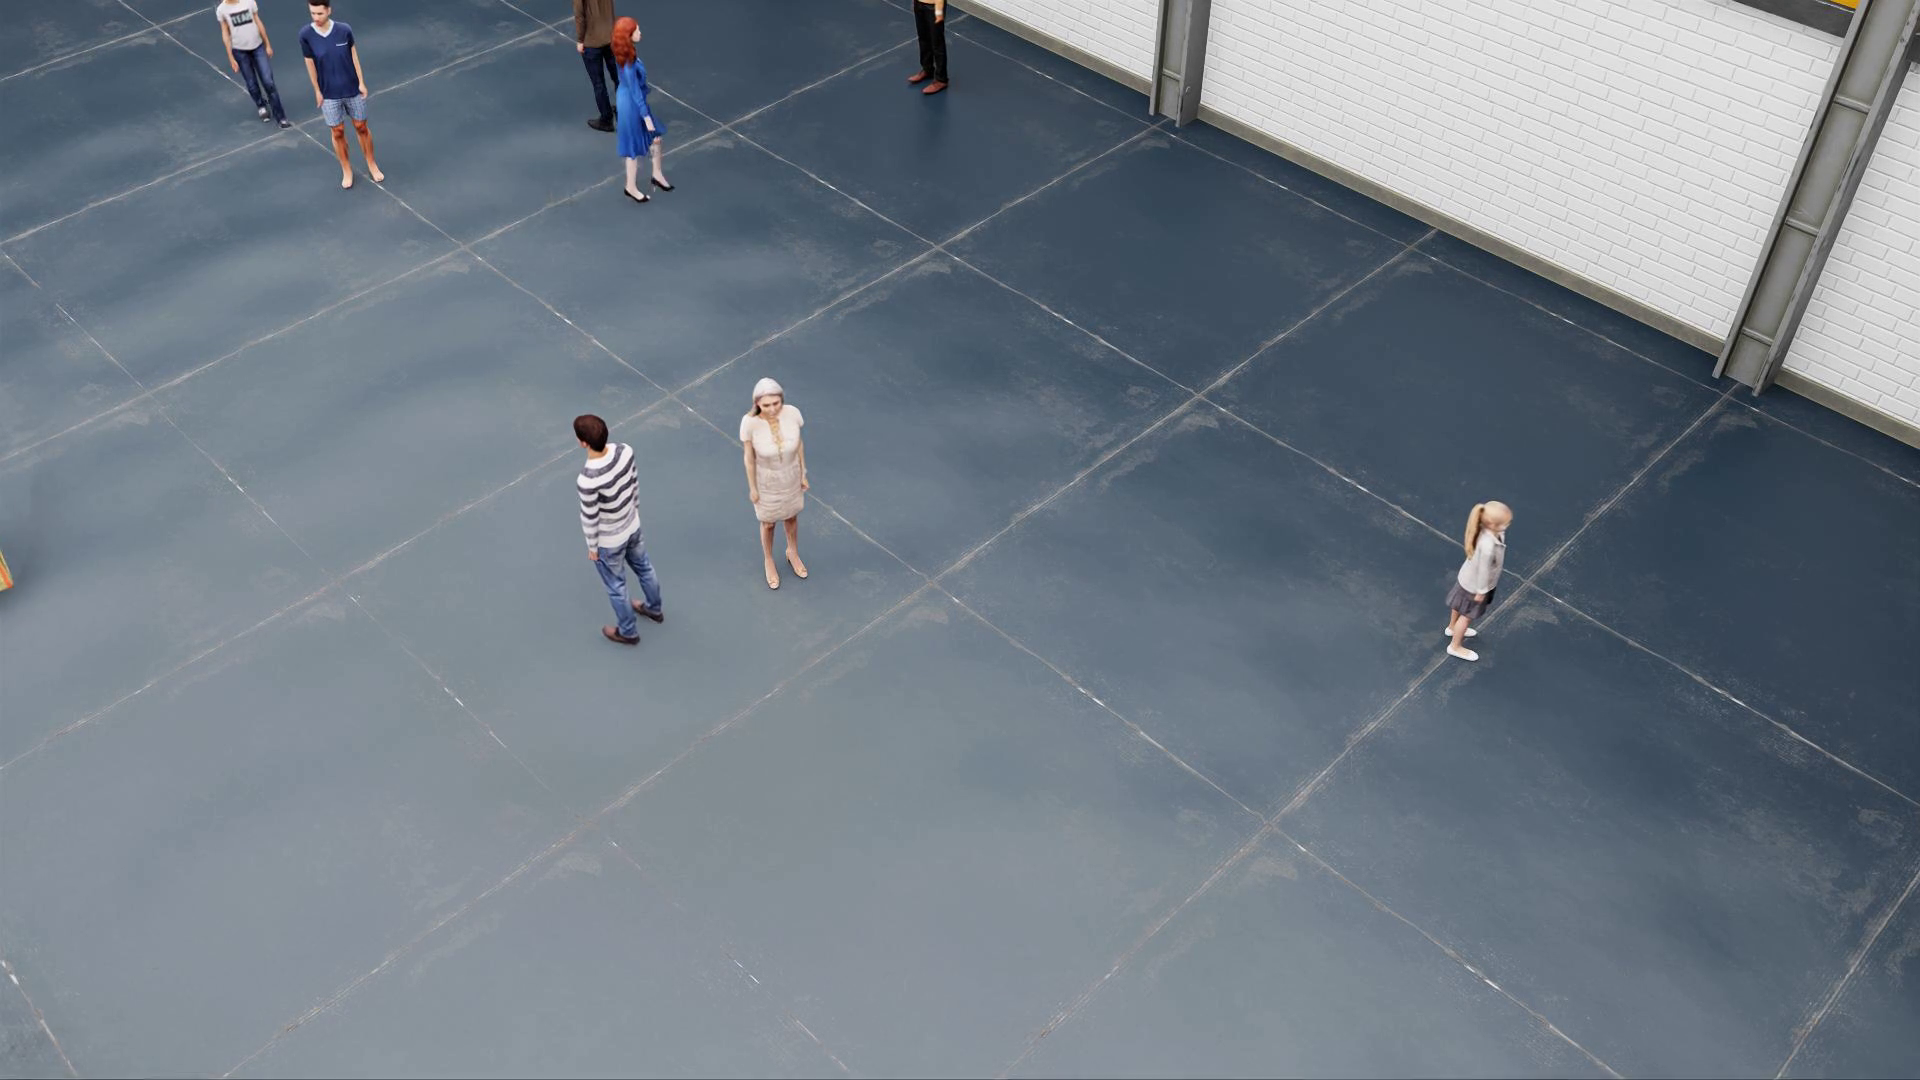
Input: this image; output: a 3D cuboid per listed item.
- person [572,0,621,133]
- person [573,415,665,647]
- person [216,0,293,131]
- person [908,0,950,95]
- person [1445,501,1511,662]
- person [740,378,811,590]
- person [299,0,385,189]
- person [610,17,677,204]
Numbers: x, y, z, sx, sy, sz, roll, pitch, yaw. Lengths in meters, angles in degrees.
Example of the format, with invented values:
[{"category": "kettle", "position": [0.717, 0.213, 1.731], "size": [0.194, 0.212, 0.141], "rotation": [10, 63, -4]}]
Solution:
[{"category": "person", "position": [-3.441, -4.803, 15.818], "size": [0.619, 1.889, 0.681], "rotation": [27, 50, 25]}, {"category": "person", "position": [-2.242, -0.075, 10.886], "size": [0.600, 1.846, 0.687], "rotation": [24, 49, 23]}, {"category": "person", "position": [-6.873, -4.752, 16.024], "size": [0.735, 1.531, 0.997], "rotation": [-21, 48, -21]}, {"category": "person", "position": [-0.293, -5.322, 16.461], "size": [0.754, 1.753, 0.589], "rotation": [-25, 49, -24]}, {"category": "person", "position": [3.409, 0.242, 10.966], "size": [0.647, 1.277, 0.600], "rotation": [7, 44, 8]}, {"category": "person", "position": [-1.249, -0.394, 11.300], "size": [0.661, 1.736, 0.642], "rotation": [-20, 47, -19]}, {"category": "person", "position": [-5.649, -4.115, 15.130], "size": [0.701, 1.843, 0.694], "rotation": [-15, 46, -15]}, {"category": "person", "position": [-2.993, -3.784, 14.805], "size": [0.871, 1.810, 0.808], "rotation": [-9, 44, -9]}]
